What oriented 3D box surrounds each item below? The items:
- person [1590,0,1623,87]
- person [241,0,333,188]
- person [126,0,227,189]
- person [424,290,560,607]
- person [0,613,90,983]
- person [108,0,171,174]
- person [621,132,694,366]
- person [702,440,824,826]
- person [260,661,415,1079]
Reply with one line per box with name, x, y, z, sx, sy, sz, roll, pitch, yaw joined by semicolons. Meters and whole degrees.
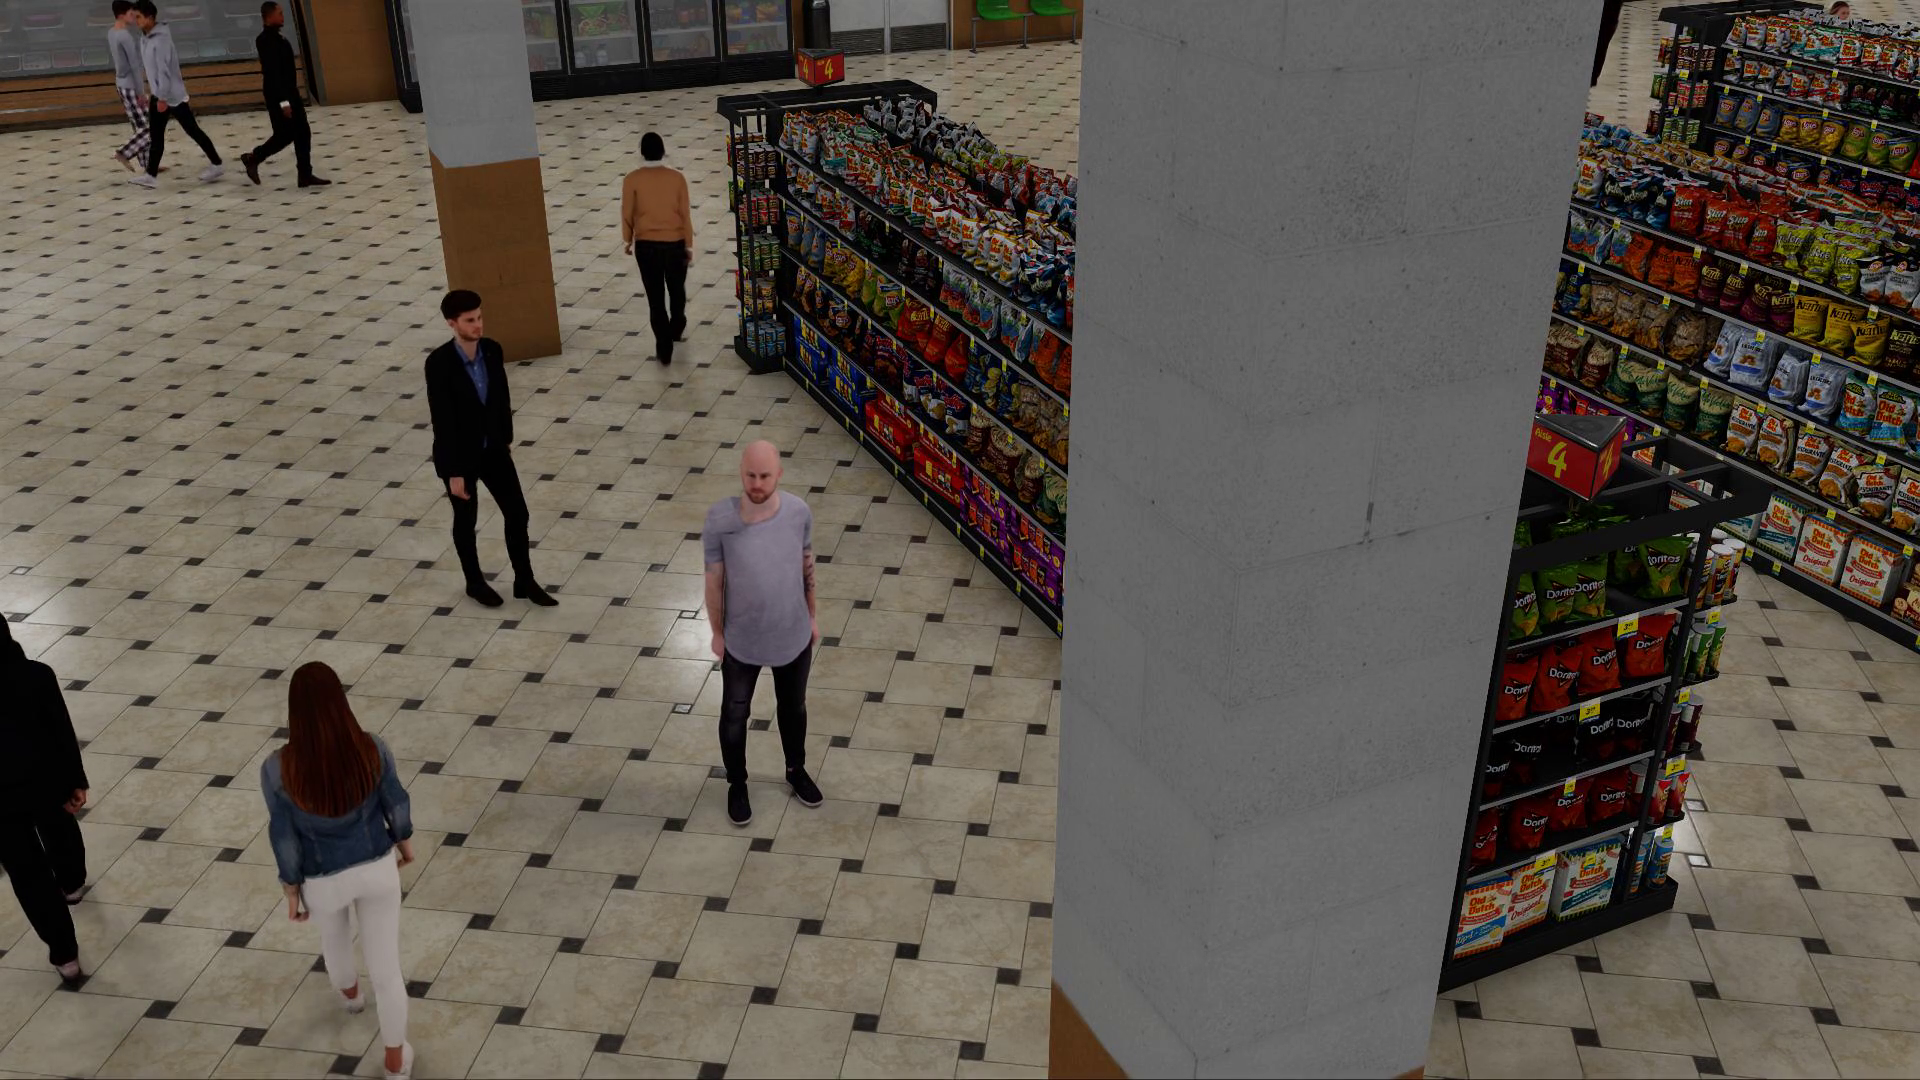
person;8.277;-6.715;21.588;1.087;1.712;1.153;9;28;16
person;-7.059;-4.533;17.097;0.978;1.883;1.116;-3;27;-6
person;-8.102;-4.600;17.246;1.288;1.867;1.111;21;34;35
person;-2.732;-0.494;9.148;0.959;1.868;0.873;23;35;37
person;-3.657;1.024;6.475;0.743;1.579;1.027;-18;32;-31
person;-8.824;-4.746;17.576;0.881;1.828;0.906;21;33;35
person;-2.271;-2.176;12.621;0.805;1.726;1.082;-7;28;-13
person;-0.869;0.394;7.431;0.656;1.837;0.573;-11;29;-20
person;-2.157;1.262;5.903;0.654;1.670;0.979;-11;29;-20
